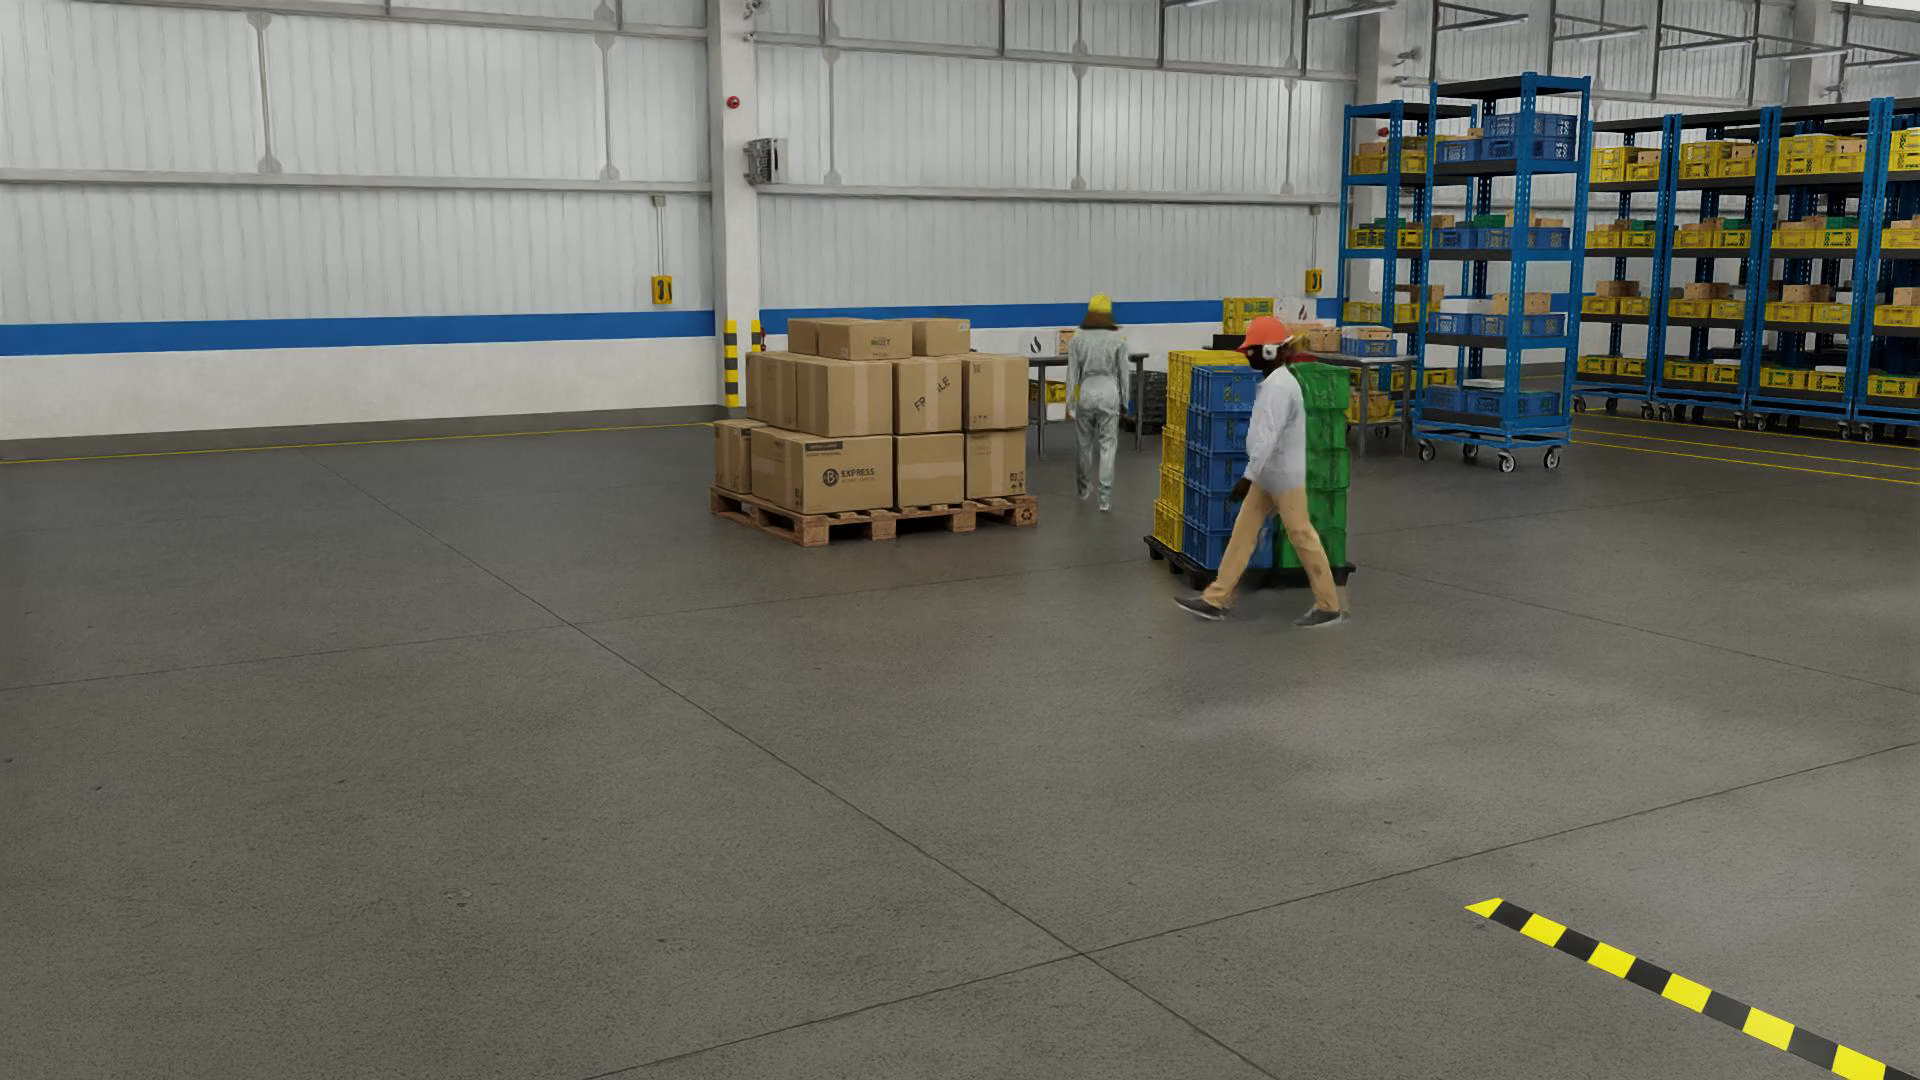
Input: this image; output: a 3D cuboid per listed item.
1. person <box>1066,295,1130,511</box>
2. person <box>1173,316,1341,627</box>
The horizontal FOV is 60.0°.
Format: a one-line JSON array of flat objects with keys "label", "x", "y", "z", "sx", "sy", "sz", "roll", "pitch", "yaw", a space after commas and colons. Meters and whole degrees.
[{"label": "person", "x": 1.106, "y": -1.101, "z": 13.287, "sx": 0.501, "sy": 1.685, "sz": 0.893, "roll": 2, "pitch": 10, "yaw": 10}, {"label": "person", "x": 1.678, "y": -0.361, "z": 9.069, "sx": 0.928, "sy": 1.694, "sz": 0.570, "roll": 0, "pitch": 10, "yaw": -2}]
